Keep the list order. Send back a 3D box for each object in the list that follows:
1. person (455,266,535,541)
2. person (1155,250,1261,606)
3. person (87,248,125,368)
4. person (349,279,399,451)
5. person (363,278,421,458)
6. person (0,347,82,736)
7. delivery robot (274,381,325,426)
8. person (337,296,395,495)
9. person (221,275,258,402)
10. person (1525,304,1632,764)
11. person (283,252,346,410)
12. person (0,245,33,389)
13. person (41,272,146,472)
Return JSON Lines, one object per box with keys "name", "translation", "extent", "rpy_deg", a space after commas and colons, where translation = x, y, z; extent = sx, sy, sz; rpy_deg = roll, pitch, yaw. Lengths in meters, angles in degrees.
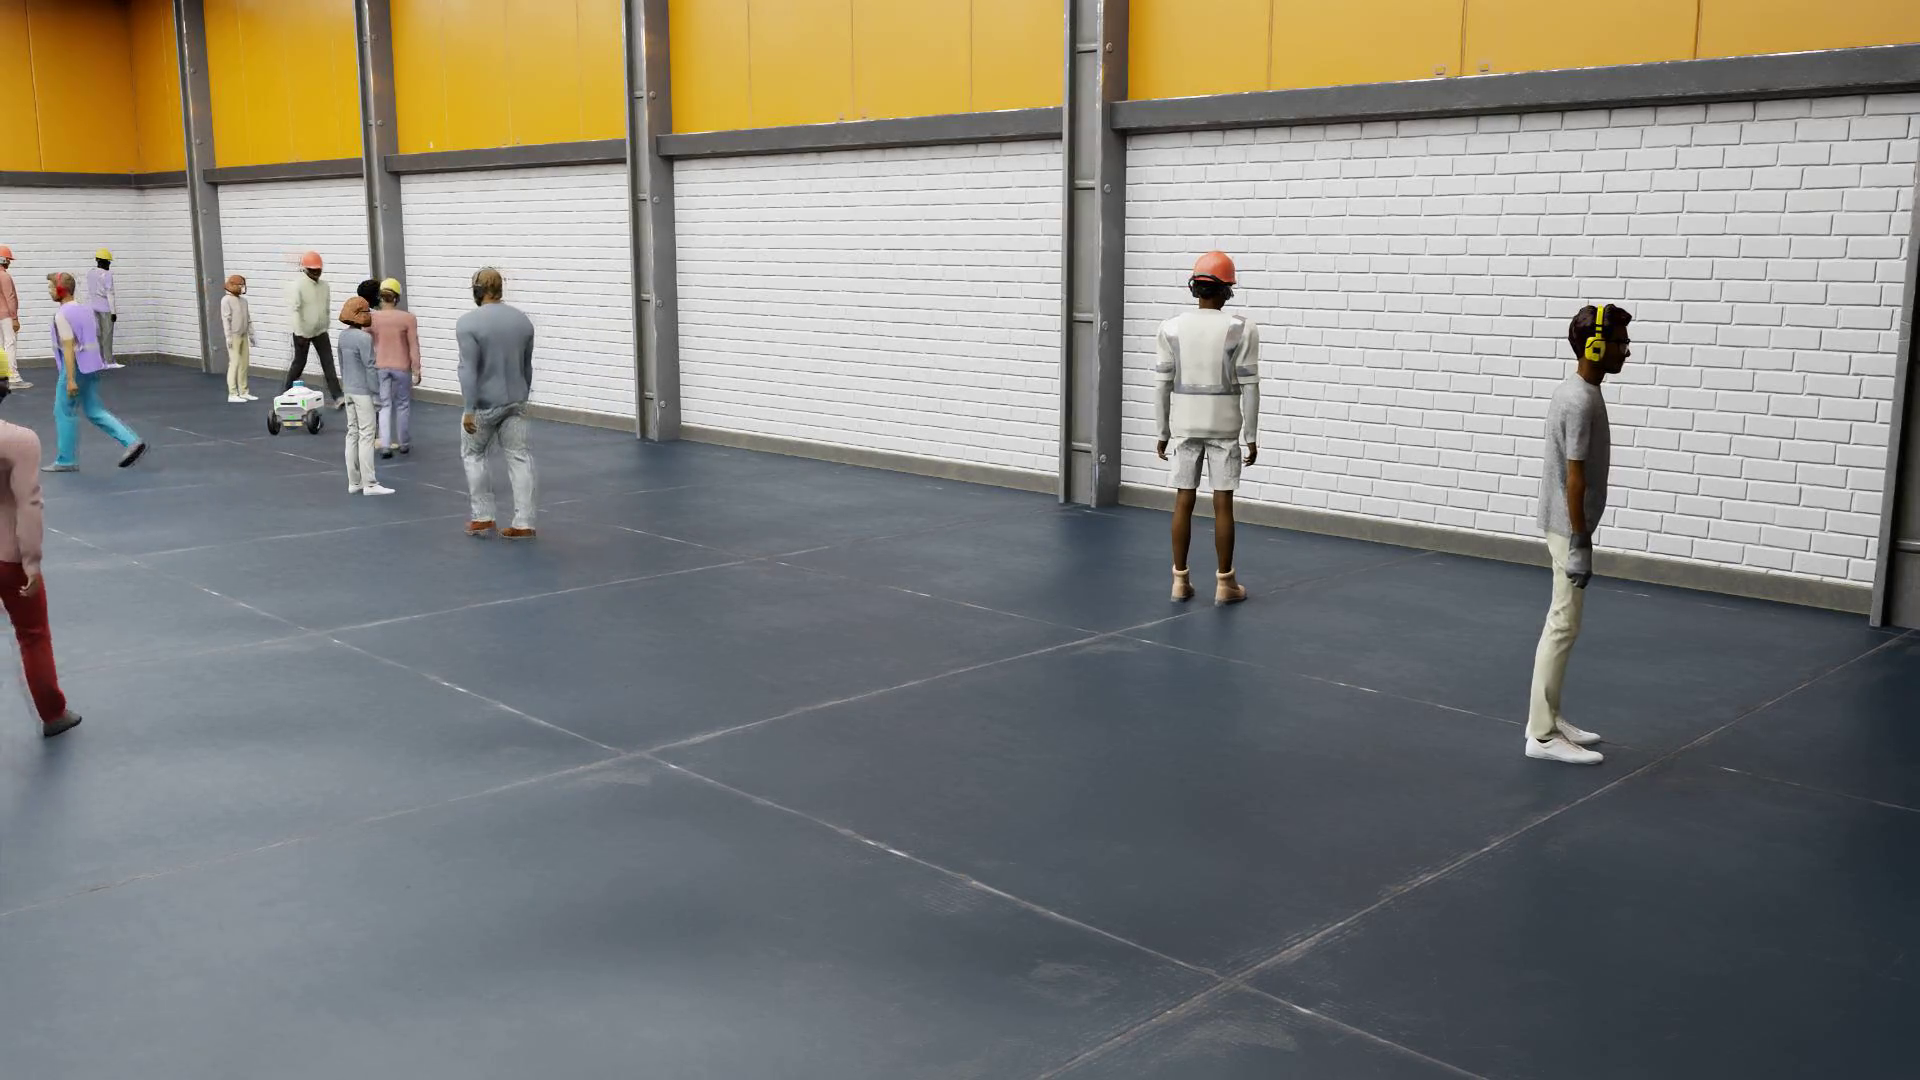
{"name": "person", "translation": [-3.290, -0.947, 11.654], "extent": [0.747, 1.910, 0.664], "rpy_deg": [8, 13, 38]}
{"name": "person", "translation": [1.437, -0.644, 9.648], "extent": [0.611, 2.042, 0.394], "rpy_deg": [5, 11, 23]}
{"name": "person", "translation": [-13.761, -3.721, 26.775], "extent": [0.584, 1.919, 0.388], "rpy_deg": [6, 12, 30]}
{"name": "person", "translation": [-5.836, -1.729, 16.509], "extent": [0.538, 1.695, 0.320], "rpy_deg": [9, 13, 39]}
{"name": "person", "translation": [-5.478, -1.654, 16.064], "extent": [0.558, 1.716, 0.733], "rpy_deg": [-2, 11, -10]}
{"name": "person", "translation": [-3.960, 0.053, 6.732], "extent": [0.536, 1.723, 0.915], "rpy_deg": [0, 10, -2]}
{"name": "delivery robot", "translation": [-7.158, -1.482, 18.024], "extent": [0.477, 0.478, 0.707], "rpy_deg": [-1, 10, -4]}
{"name": "person", "translation": [-4.929, -1.184, 13.711], "extent": [0.499, 1.633, 0.286], "rpy_deg": [9, 14, 41]}
{"name": "person", "translation": [-9.284, -2.591, 21.406], "extent": [0.292, 1.629, 0.510], "rpy_deg": [2, 11, 11]}
{"name": "person", "translation": [2.510, -0.022, 6.772], "extent": [0.317, 1.858, 0.516], "rpy_deg": [3, 11, 18]}
{"name": "person", "translation": [-7.951, -2.552, 20.367], "extent": [1.053, 1.932, 0.663], "rpy_deg": [6, 12, 30]}
{"name": "person", "translation": [-13.325, -3.107, 23.228], "extent": [0.608, 1.990, 0.385], "rpy_deg": [7, 12, 33]}
{"name": "person", "translation": [-7.885, -1.509, 15.012], "extent": [0.821, 1.815, 0.592], "rpy_deg": [-1, 10, -5]}
